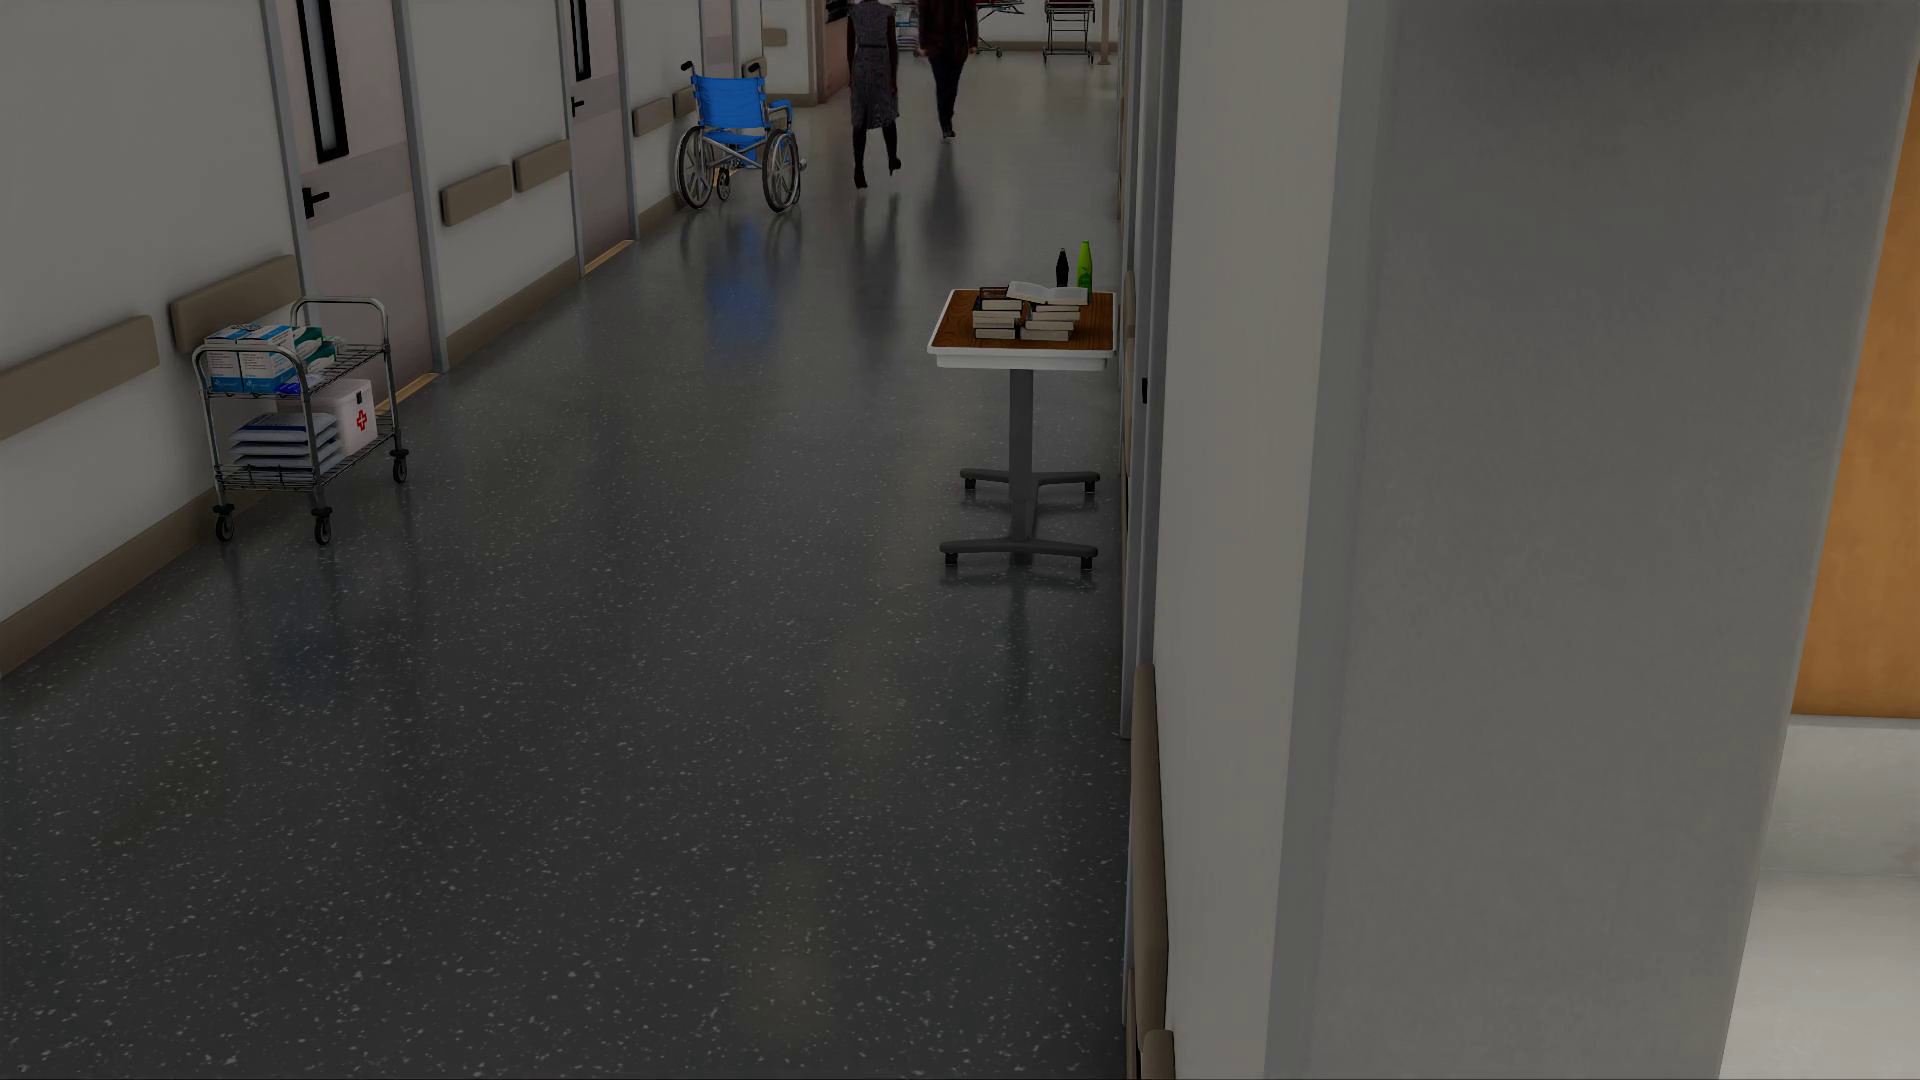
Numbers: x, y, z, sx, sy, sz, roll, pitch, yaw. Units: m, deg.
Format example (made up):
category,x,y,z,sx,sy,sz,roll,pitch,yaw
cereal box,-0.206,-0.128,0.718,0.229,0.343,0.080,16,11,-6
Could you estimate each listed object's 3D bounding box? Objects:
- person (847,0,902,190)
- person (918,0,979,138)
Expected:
category,x,y,z,sx,sy,sz,roll,pitch,yaw
person,-0.761,-3.744,13.724,0.773,1.732,1.236,5,21,13
person,-0.139,-5.073,17.131,0.966,1.804,1.256,-3,21,-9
